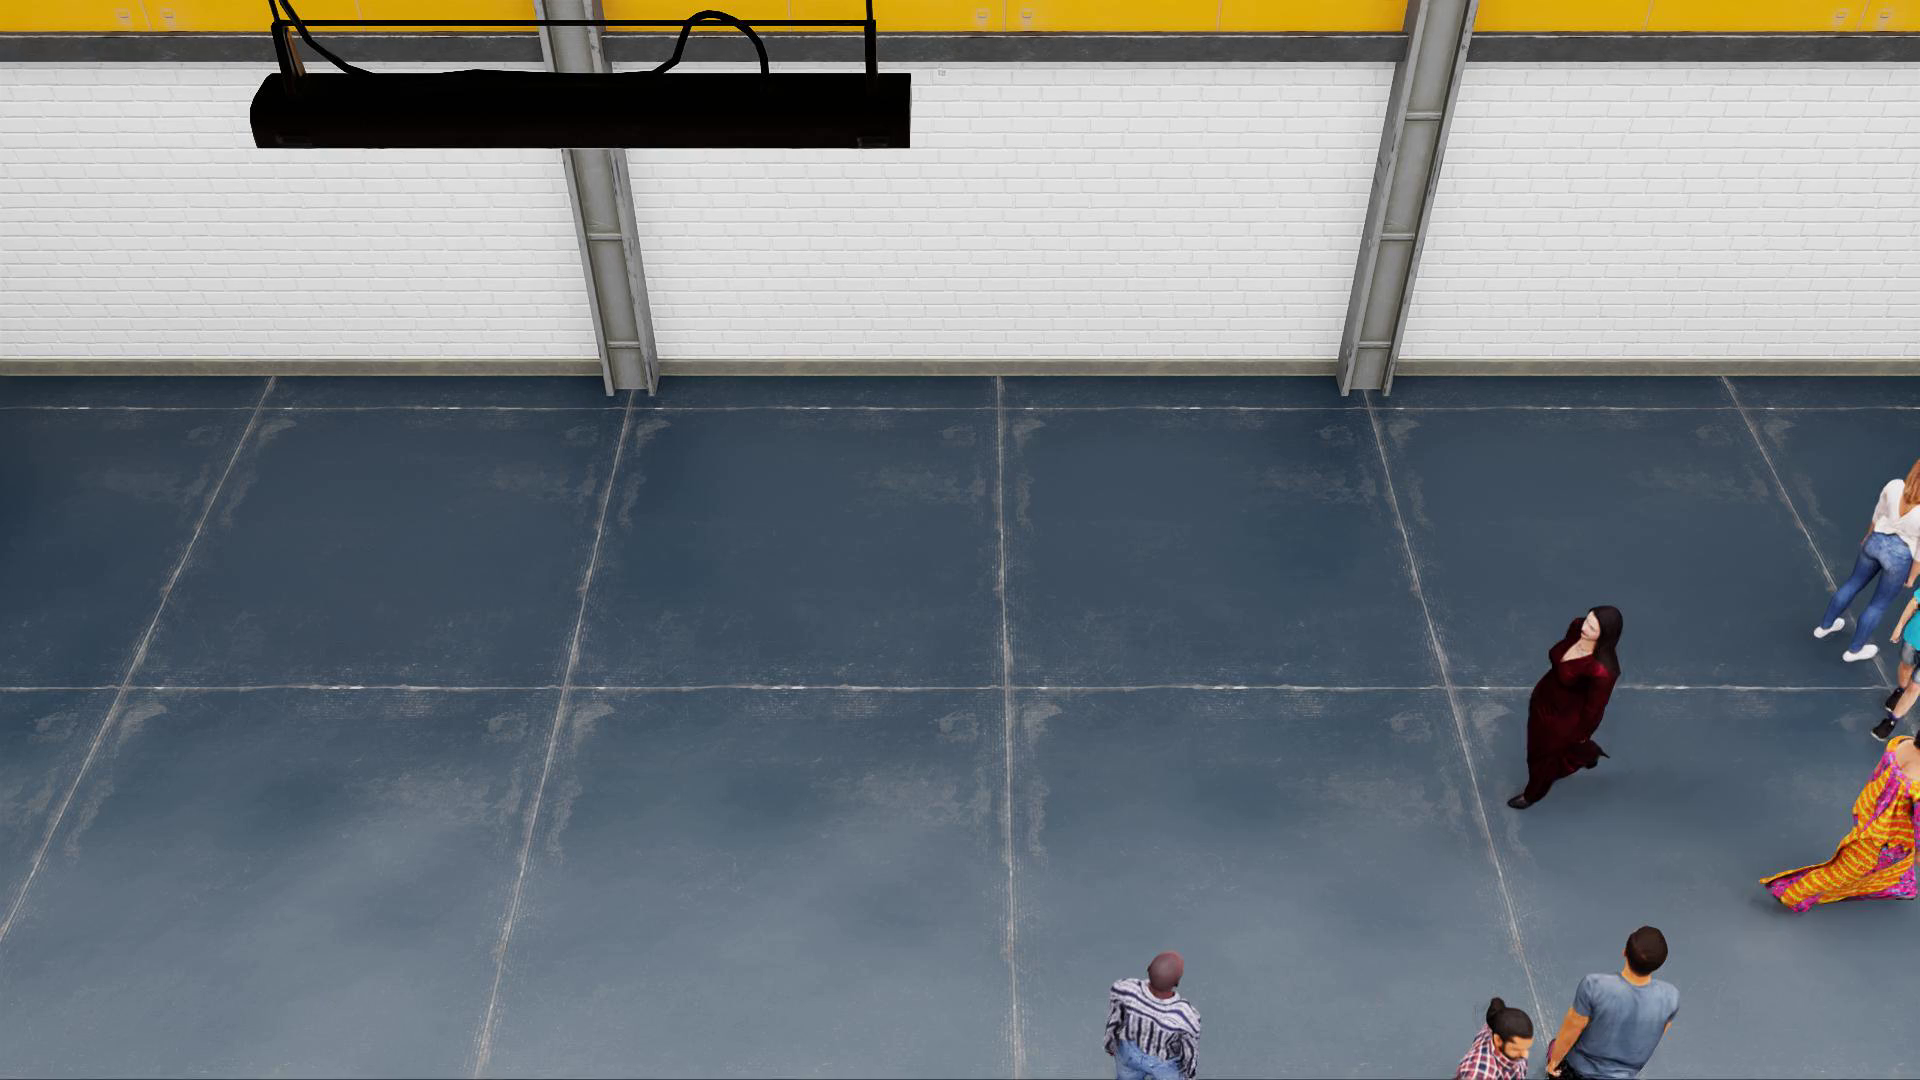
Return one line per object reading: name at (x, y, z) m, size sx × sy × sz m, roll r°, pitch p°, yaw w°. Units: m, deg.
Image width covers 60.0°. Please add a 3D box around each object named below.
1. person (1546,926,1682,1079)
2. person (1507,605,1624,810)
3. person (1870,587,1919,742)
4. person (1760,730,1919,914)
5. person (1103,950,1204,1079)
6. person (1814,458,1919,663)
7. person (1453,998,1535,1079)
person at (3.180, 2.659, 8.273) m, size 1.175 × 1.756 × 0.929 m, roll 12°, pitch 45°, yaw 12°
person at (3.746, 0.996, 10.032) m, size 0.869 × 1.737 × 0.687 m, roll -3°, pitch 44°, yaw -3°
person at (6.263, 0.592, 10.682) m, size 0.919 × 1.424 × 0.823 m, roll -30°, pitch 51°, yaw -27°
person at (5.225, 1.605, 9.457) m, size 1.210 × 1.648 × 0.760 m, roll 6°, pitch 44°, yaw 6°
person at (0.953, 2.597, 8.309) m, size 0.626 × 1.794 × 0.770 m, roll 17°, pitch 46°, yaw 17°
person at (6.120, 0.108, 10.974) m, size 0.674 × 1.723 × 0.688 m, roll -19°, pitch 47°, yaw -19°
person at (2.501, 2.805, 8.116) m, size 0.778 × 1.760 × 0.776 m, roll 23°, pitch 48°, yaw 22°
